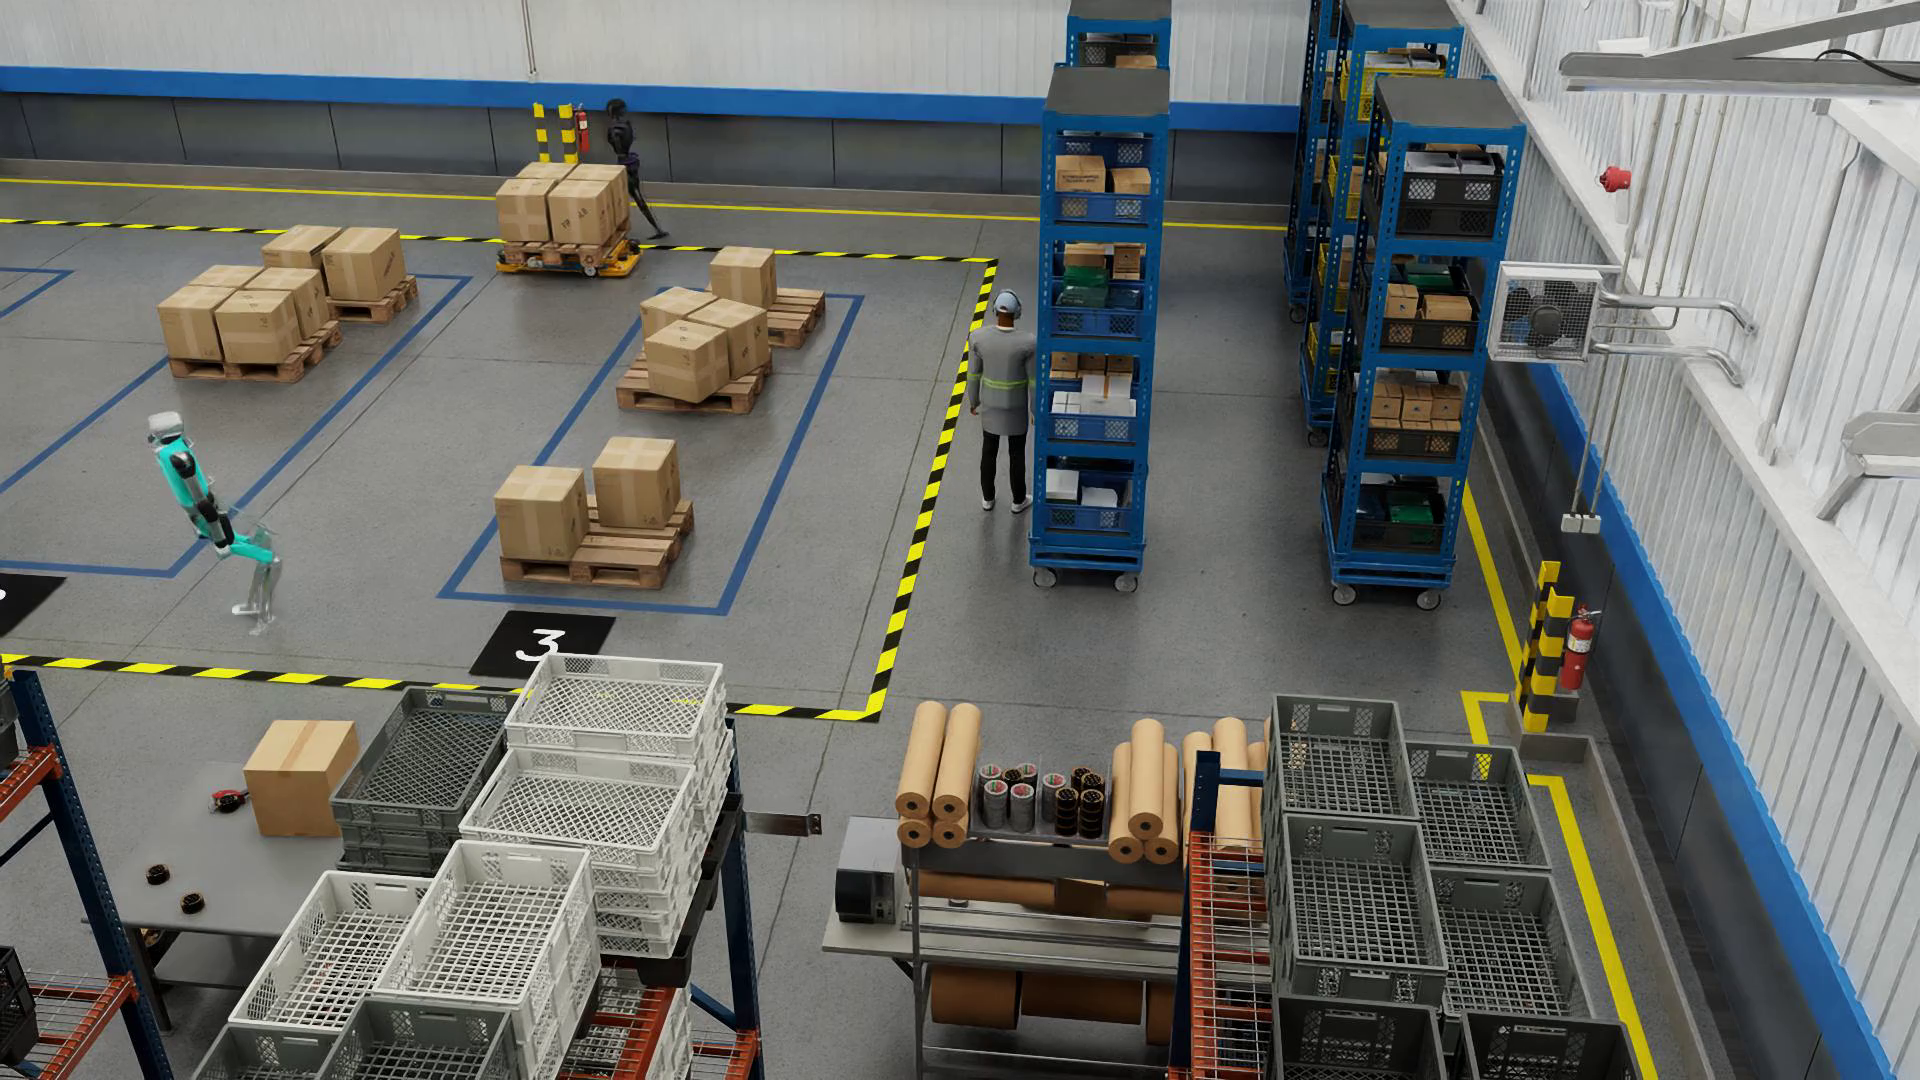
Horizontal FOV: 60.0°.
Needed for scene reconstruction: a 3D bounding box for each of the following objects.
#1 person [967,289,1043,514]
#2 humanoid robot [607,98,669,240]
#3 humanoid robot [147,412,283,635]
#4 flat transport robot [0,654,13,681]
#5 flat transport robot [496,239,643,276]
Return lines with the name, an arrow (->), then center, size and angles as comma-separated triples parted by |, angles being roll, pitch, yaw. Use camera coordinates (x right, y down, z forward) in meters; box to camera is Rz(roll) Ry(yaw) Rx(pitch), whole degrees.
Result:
person -> 0.361, -1.084, 12.961 | 0.597, 1.850, 0.396 | 8, 31, 14
humanoid robot -> -3.674, -4.050, 18.275 | 0.795, 1.625, 0.586 | -2, 30, -4
humanoid robot -> -5.018, -0.142, 11.452 | 0.786, 1.755, 0.564 | -25, 38, -36
flat transport robot -> -7.142, 0.969, 11.010 | 1.431, 0.231, 0.659 | 3, 30, 6
flat transport robot -> -4.208, -3.080, 17.935 | 1.431, 0.197, 0.652 | 3, 30, 6
